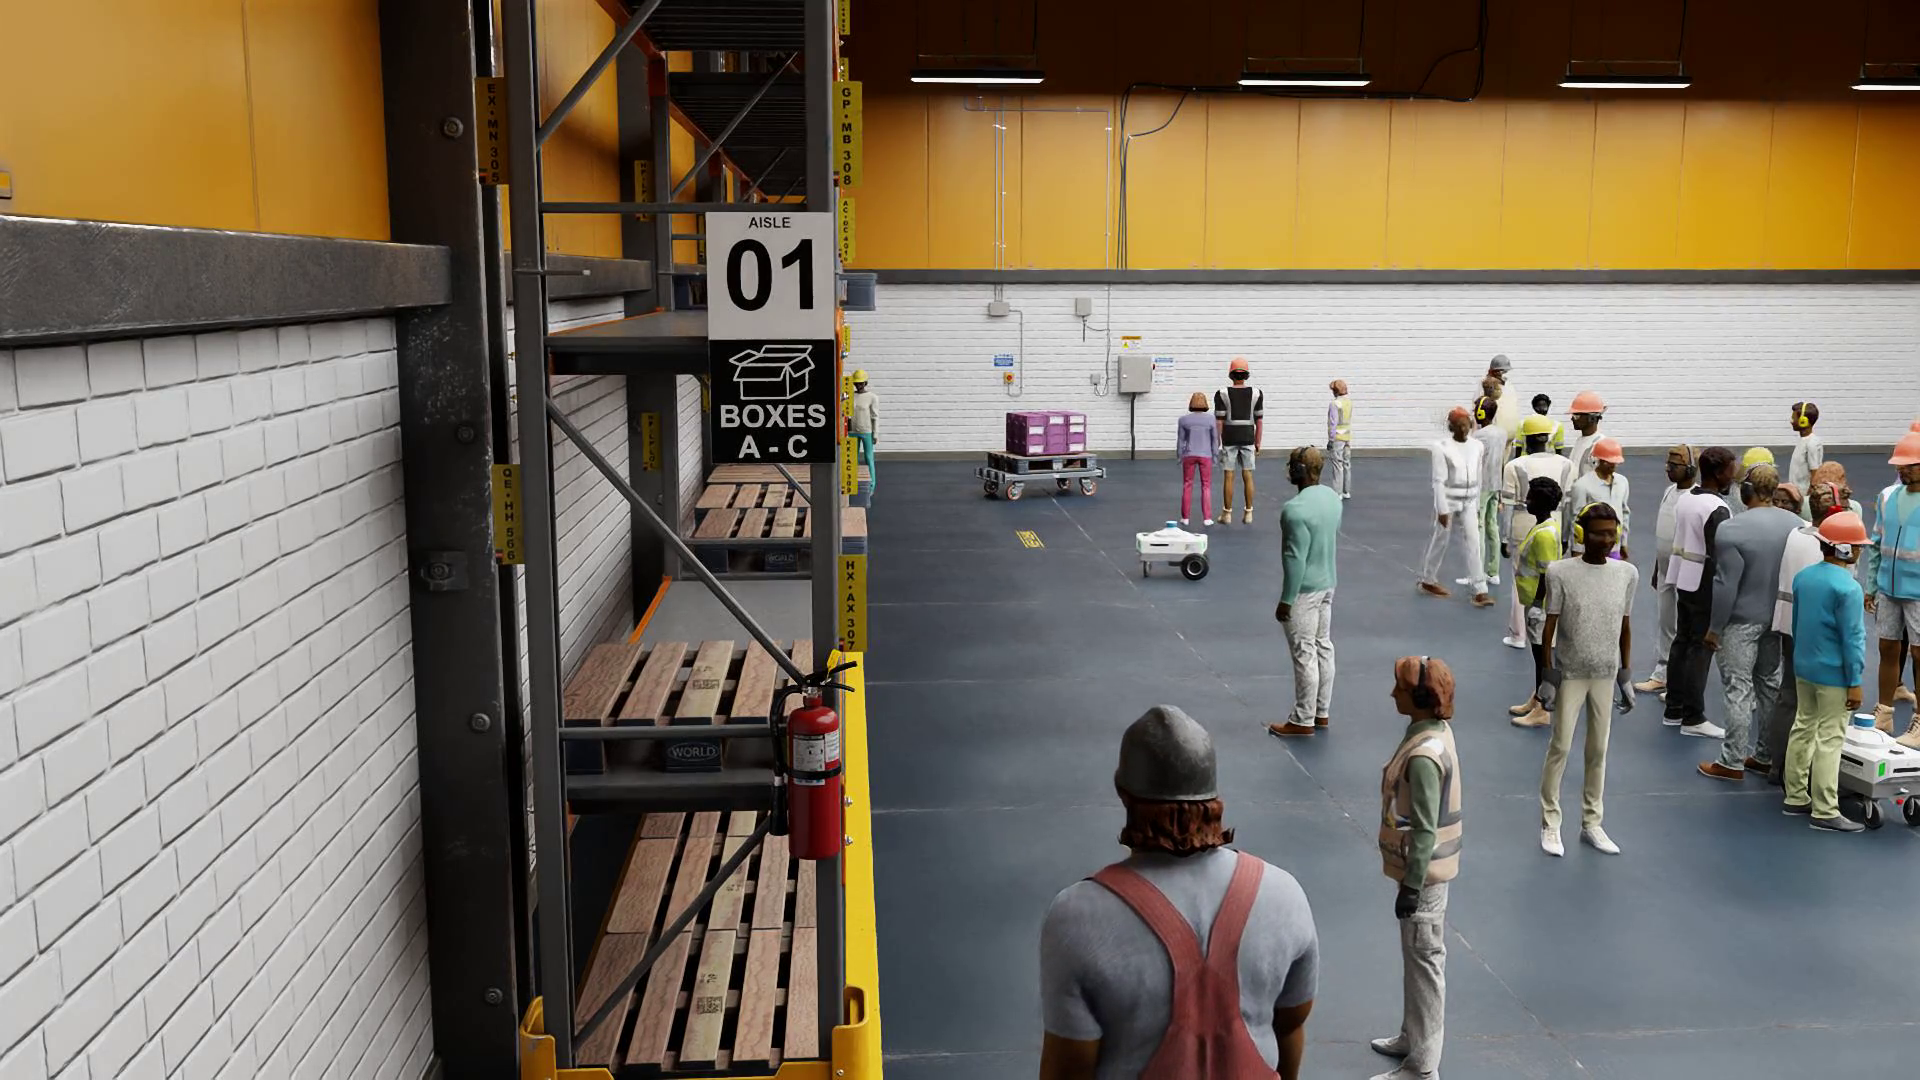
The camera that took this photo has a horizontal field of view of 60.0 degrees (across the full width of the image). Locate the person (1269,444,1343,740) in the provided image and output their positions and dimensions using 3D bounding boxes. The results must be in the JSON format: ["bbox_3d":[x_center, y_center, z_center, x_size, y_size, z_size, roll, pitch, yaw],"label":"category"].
[{"bbox_3d":[2.269,0.338,10.911,0.372,1.941,0.627,7,11,37],"label":"person"}]

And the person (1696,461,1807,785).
[{"bbox_3d":[4.720,0.494,9.934,0.632,1.940,0.372,-3,10,-21],"label":"person"}]

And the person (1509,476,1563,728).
[{"bbox_3d":[3.895,0.415,11.192,0.319,1.696,0.532,3,9,18],"label":"person"}]

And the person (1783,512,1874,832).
[{"bbox_3d":[4.786,0.712,9.141,0.328,1.752,0.563,-1,9,-4],"label":"person"}]

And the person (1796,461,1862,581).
[{"bbox_3d":[6.564,0.213,12.655,0.501,1.633,0.279,7,11,36],"label":"person"}]

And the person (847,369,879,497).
[{"bbox_3d":[-1.363,-1.462,22.794,0.524,1.761,0.338,3,10,19],"label":"person"}]

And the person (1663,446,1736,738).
[{"bbox_3d":[4.893,0.335,11.001,0.375,1.915,0.598,0,9,0],"label":"person"}]

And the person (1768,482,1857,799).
[{"bbox_3d":[4.964,0.578,9.696,0.375,1.843,0.574,-2,9,-11],"label":"person"}]

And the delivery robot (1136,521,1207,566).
[{"bbox_3d":[2.121,0.056,16.723,0.707,0.478,0.477,1,9,5],"label":"delivery robot"}]

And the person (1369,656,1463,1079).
[{"bbox_3d":[1.714,1.235,6.219,0.308,1.641,0.517,3,9,16],"label":"person"}]

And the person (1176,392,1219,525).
[{"bbox_3d":[2.889,-0.989,20.259,0.510,1.623,0.325,3,9,16],"label":"person"}]

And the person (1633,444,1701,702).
[{"bbox_3d":[5.112,0.236,11.849,0.346,1.846,0.506,-2,9,-12],"label":"person"}]

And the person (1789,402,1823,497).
[{"bbox_3d":[7.802,-0.348,15.451,0.313,1.866,0.538,3,9,18],"label":"person"}]

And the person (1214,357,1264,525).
[{"bbox_3d":[3.375,-1.201,20.249,0.607,2.044,0.376,-1,9,-4],"label":"person"}]

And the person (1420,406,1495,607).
[{"bbox_3d":[4.599,-0.318,15.361,0.602,1.840,0.978,-3,10,-19],"label":"person"}]

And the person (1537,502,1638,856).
[{"bbox_3d":[3.284,0.723,8.707,0.511,1.874,0.328,-1,9,-4],"label":"person"}]

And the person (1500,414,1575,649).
[{"bbox_3d":[4.660,-0.063,13.508,0.591,1.918,0.396,0,9,-3],"label":"person"}]

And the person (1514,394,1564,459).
[{"bbox_3d":[6.563,-0.814,18.897,0.540,1.699,0.316,4,10,23],"label":"person"}]

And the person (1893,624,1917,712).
[{"bbox_3d":[6.723,0.348,11.604,0.322,1.697,0.533,-1,9,-6],"label":"person"}]

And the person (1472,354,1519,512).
[{"bbox_3d":[6.852,-1.347,21.172,0.681,2.000,0.536,-6,11,-33],"label":"person"}]

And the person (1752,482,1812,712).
[{"bbox_3d":[5.587,0.418,11.345,0.515,1.641,0.315,8,12,40],"label":"person"}]

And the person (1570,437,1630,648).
[{"bbox_3d":[5.194,0.031,13.468,0.574,1.738,0.354,-4,10,-24],"label":"person"}]

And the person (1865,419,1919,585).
[{"bbox_3d":[8.897,-0.274,15.482,0.575,1.702,0.902,-5,10,-29],"label":"person"}]

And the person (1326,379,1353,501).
[{"bbox_3d":[5.106,-1.342,22.394,0.313,1.639,0.518,8,12,41],"label":"person"}]

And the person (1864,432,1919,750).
[{"bbox_3d":[6.074,0.324,10.681,0.386,2.039,0.616,-4,10,-21],"label":"person"}]

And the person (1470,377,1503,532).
[{"bbox_3d":[6.258,-1.007,19.716,0.443,1.835,0.518,-1,9,-3],"label":"person"}]

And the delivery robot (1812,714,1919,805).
[{"bbox_3d":[5.084,1.226,9.378,0.477,0.478,0.707,-2,9,-11],"label":"delivery robot"}]

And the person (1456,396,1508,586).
[{"bbox_3d":[5.116,-0.471,16.246,0.510,1.862,0.327,-6,11,-34],"label":"person"}]

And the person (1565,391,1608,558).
[{"bbox_3d":[5.355,-0.257,14.319,0.373,2.043,0.615,0,9,1],"label":"person"}]
